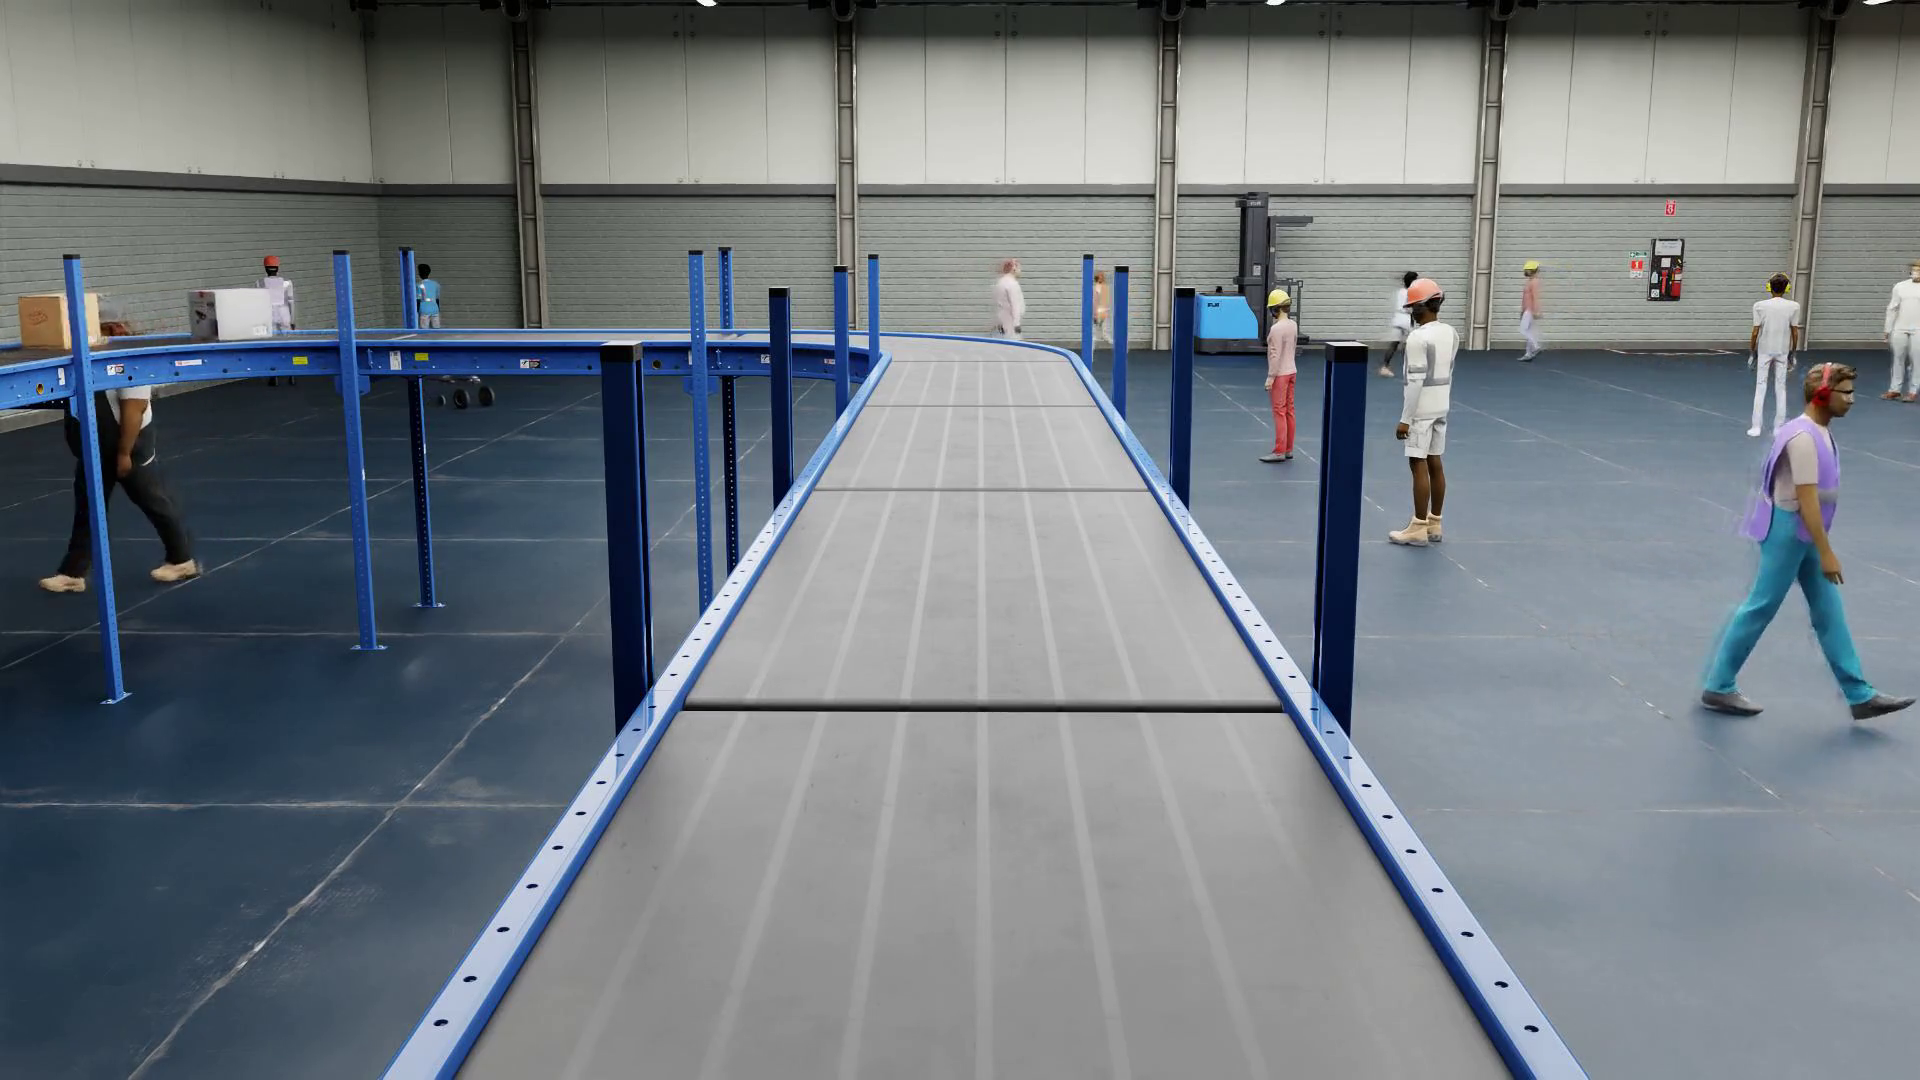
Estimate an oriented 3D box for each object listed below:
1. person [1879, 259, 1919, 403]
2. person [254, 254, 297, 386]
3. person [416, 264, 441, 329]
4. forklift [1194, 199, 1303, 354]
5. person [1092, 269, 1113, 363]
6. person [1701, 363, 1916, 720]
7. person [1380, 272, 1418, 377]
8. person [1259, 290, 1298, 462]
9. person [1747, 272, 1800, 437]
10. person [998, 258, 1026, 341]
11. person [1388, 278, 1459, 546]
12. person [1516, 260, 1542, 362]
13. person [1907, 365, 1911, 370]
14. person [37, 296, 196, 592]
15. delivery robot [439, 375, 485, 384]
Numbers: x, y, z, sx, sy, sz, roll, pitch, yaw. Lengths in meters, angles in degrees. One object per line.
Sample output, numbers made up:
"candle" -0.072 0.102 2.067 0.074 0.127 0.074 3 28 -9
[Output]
"person" 12.980 -2.849 22.701 0.368 1.930 0.670 -8 14 -36
"person" -10.246 -3.292 24.907 0.546 1.939 0.375 -7 13 -32
"person" -9.241 -3.941 28.858 0.317 1.697 0.540 6 13 30
"forklift" 5.313 -4.851 30.603 1.873 2.768 1.129 0 11 1
"person" 2.433 -3.840 28.554 0.708 1.612 0.517 8 13 34
"person" 4.230 0.025 8.239 0.970 1.793 0.574 9 14 38
"person" 7.007 -3.377 26.079 0.874 1.649 0.531 -5 12 -23
"person" 3.282 -1.685 17.117 0.327 1.760 0.523 7 13 33
"person" 9.313 -2.119 19.056 0.512 1.872 0.328 4 12 18
"person" 0.712 -3.297 25.068 0.700 1.883 0.649 -1 11 -8
"person" 3.552 -0.985 12.810 0.392 2.033 0.605 10 15 43
"person" 9.881 -3.987 28.954 0.368 1.752 0.533 2 11 9
"person" 15.686 -3.704 26.977 0.638 1.954 0.454 -5 12 -23
"person" -5.720 -0.661 11.231 0.696 2.000 1.012 8 13 35
"delivery robot" -6.638 -2.216 22.140 0.698 0.223 0.335 7 13 33
